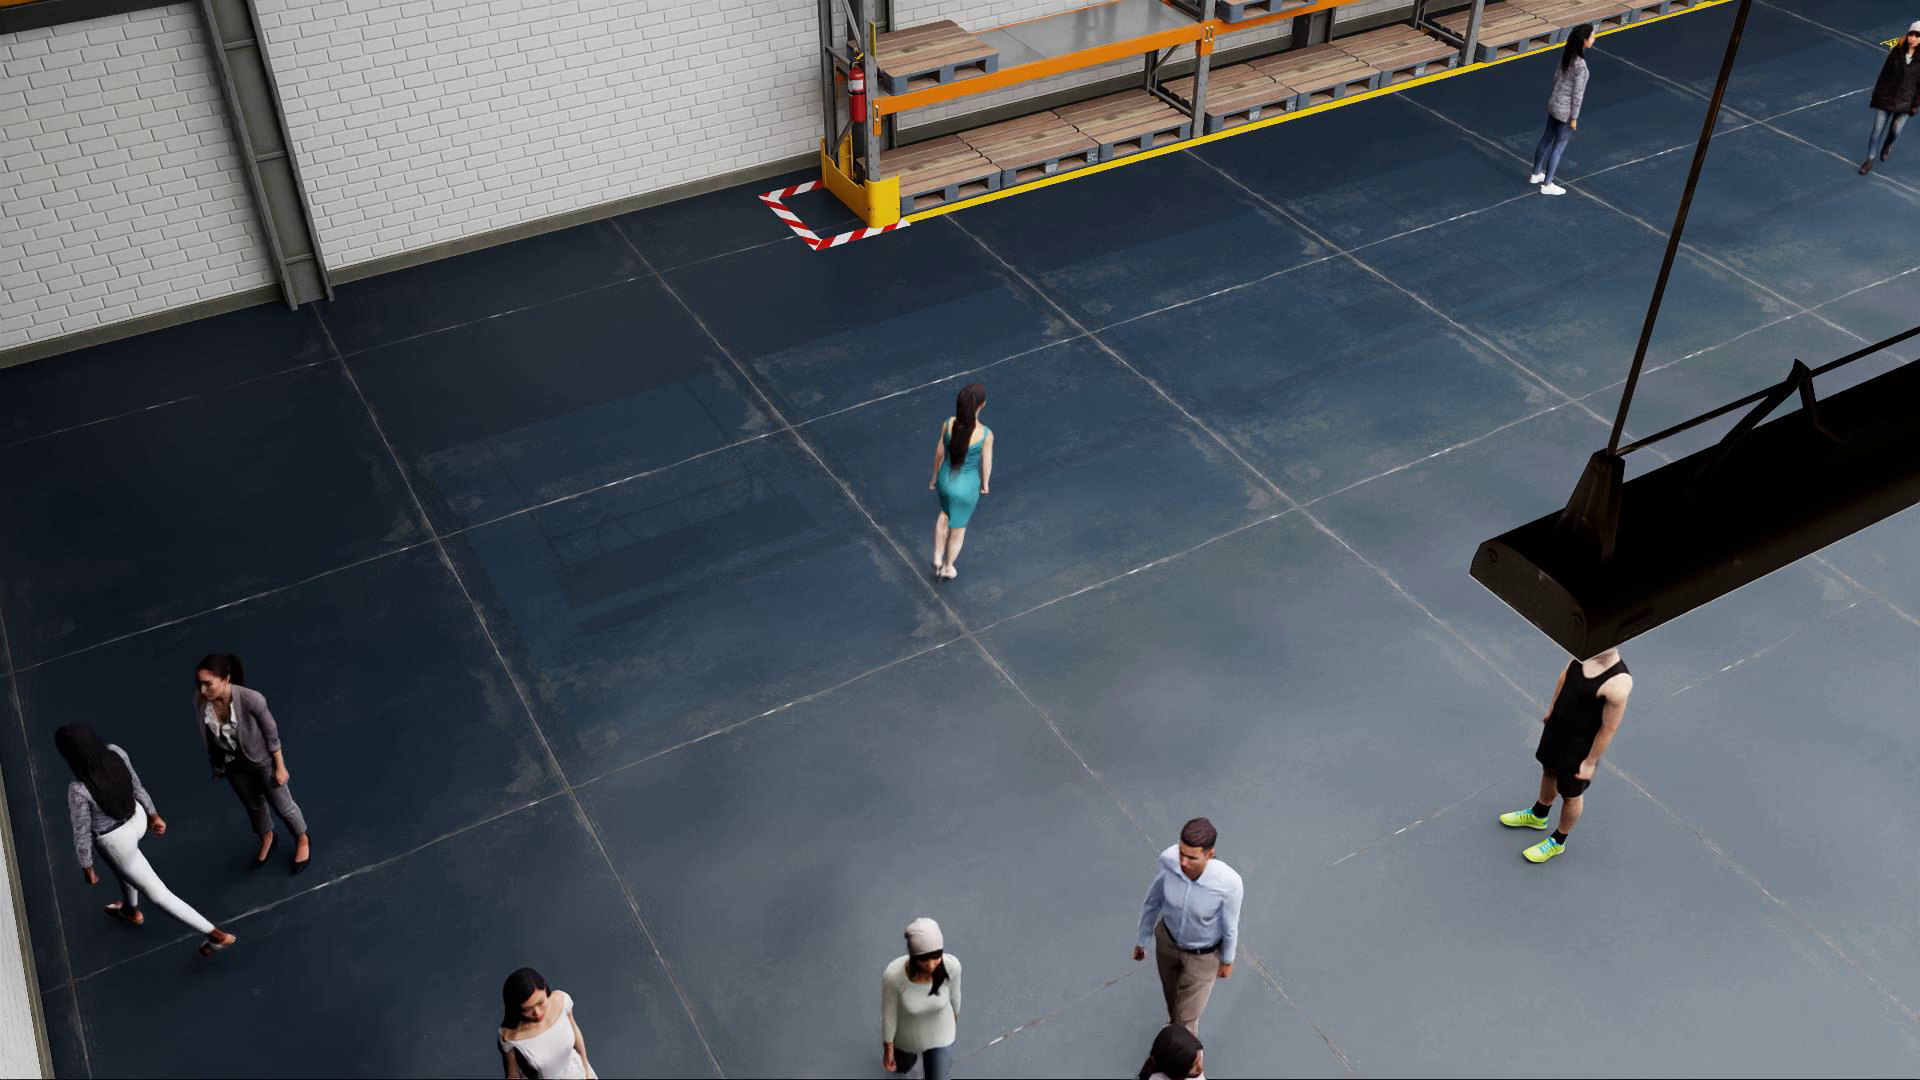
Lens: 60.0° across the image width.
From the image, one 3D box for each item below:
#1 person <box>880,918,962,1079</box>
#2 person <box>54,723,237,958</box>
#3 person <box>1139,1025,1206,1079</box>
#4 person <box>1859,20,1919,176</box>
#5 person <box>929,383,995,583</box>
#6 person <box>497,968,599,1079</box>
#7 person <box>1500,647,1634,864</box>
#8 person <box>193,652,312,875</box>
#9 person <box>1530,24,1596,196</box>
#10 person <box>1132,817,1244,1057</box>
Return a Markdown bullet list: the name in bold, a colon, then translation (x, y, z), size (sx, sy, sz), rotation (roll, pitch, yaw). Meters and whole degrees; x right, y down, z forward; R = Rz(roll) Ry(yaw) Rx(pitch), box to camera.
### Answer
- **person**: translation (-0.226, 2.435, 8.419), size (1.062, 1.621, 0.875), rotation (-6, 39, -8)
- **person**: translation (-4.582, 1.708, 9.284), size (1.241, 1.677, 1.153), rotation (8, 39, 10)
- **person**: translation (0.930, 2.815, 7.876), size (0.905, 1.705, 0.919), rotation (20, 43, 23)
- **person**: translation (9.718, -4.590, 17.215), size (0.771, 1.623, 0.853), rotation (25, 45, 28)
- **person**: translation (-0.029, -0.331, 11.842), size (0.723, 1.671, 0.768), rotation (9, 40, 12)
- **person**: translation (-1.968, 2.656, 8.019), size (0.776, 1.775, 0.660), rotation (32, 48, 33)
- **person**: translation (3.644, 1.134, 9.830), size (0.694, 1.893, 0.737), rotation (-8, 39, -10)
- **person**: translation (-4.171, 1.302, 9.795), size (0.713, 1.676, 0.788), rotation (6, 39, 8)
- **person**: translation (6.120, -4.384, 16.868), size (0.647, 1.732, 0.686), rotation (-6, 39, -7)
- **person**: translation (1.238, 2.069, 8.708), size (0.812, 1.833, 0.879), rotation (24, 45, 27)
